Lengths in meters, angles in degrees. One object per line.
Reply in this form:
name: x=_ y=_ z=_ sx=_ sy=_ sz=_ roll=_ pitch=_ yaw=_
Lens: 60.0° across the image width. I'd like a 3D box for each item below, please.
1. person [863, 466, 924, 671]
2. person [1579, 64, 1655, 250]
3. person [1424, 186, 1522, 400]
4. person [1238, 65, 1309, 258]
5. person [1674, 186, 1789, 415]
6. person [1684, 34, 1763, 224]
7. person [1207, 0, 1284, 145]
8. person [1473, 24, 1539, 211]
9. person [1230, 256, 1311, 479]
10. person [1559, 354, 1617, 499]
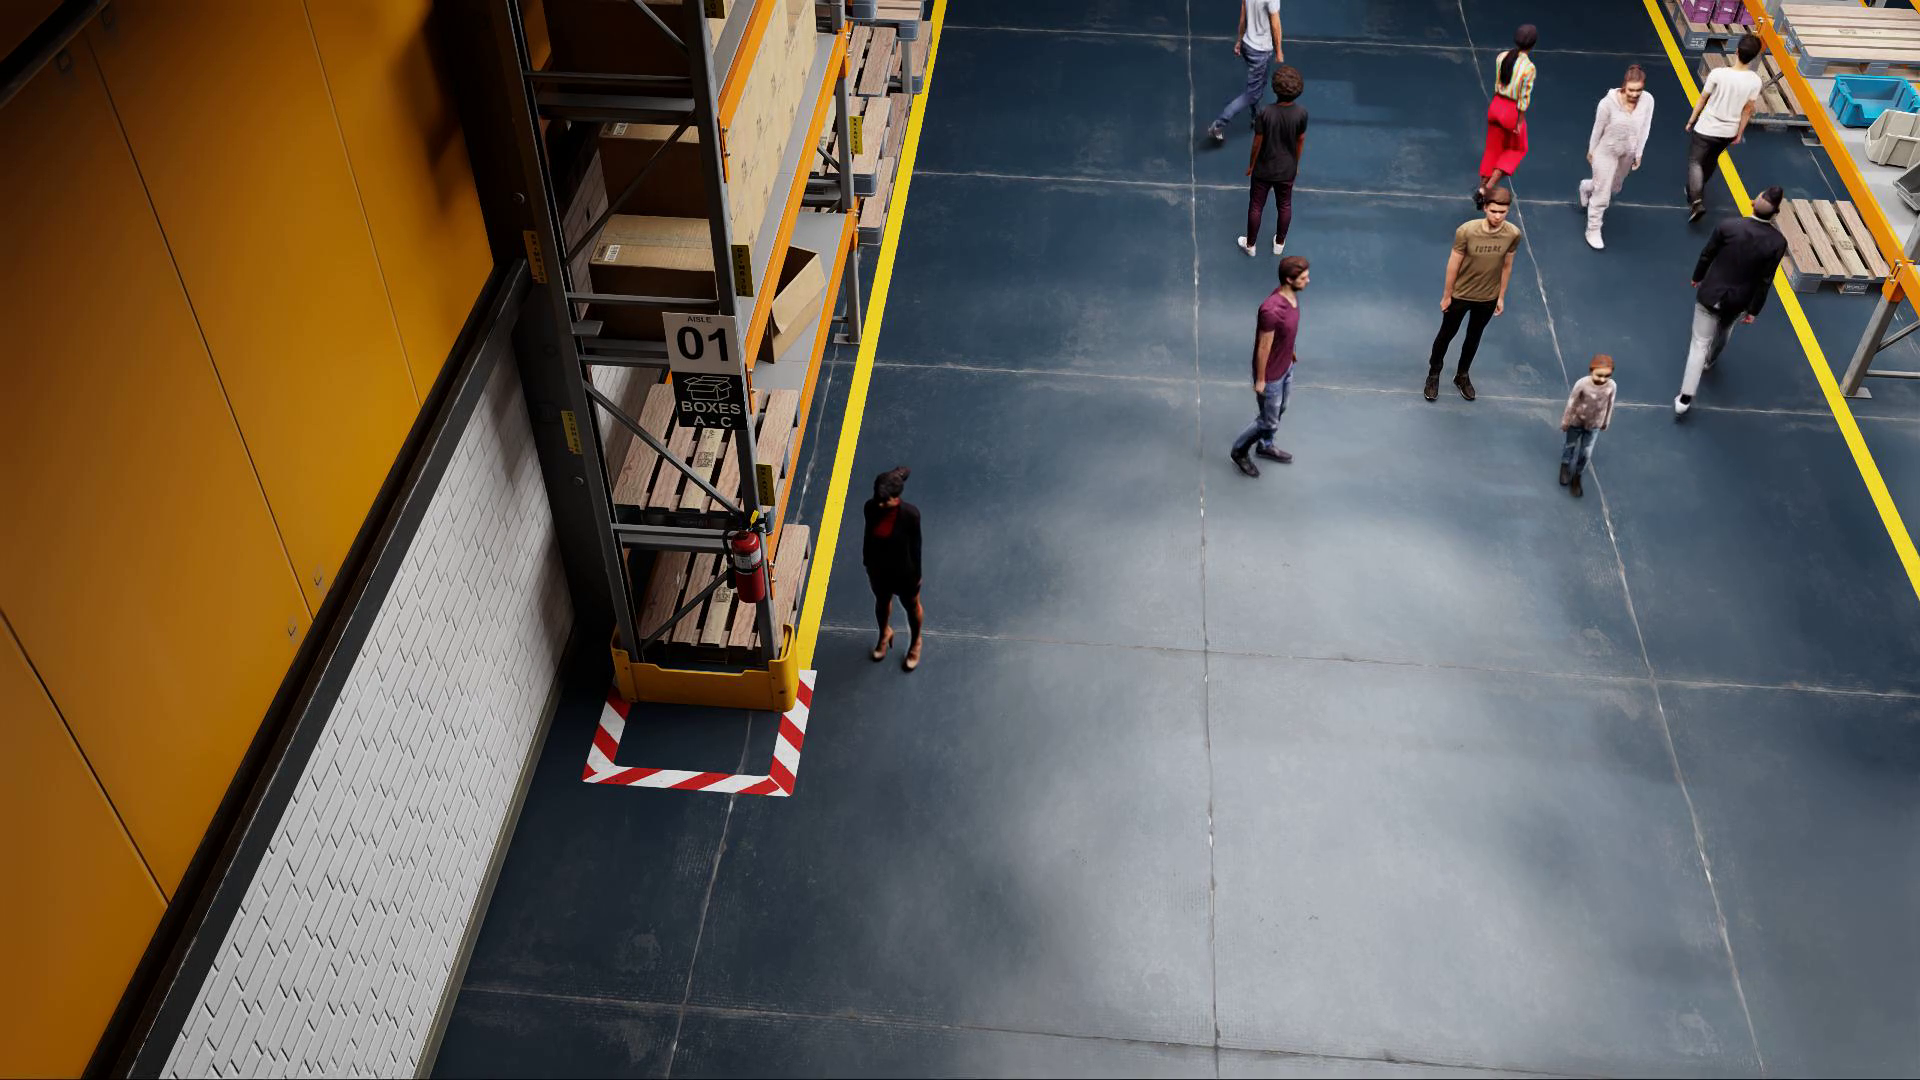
person: x=-0.432 y=0.197 z=10.810 sx=0.650 sy=1.638 sz=0.690 roll=16 pitch=46 yaw=16
person: x=5.716 y=-3.440 z=14.613 sx=0.780 sy=1.660 sz=1.054 roll=-5 pitch=44 yaw=-5
person: x=3.975 y=-1.916 z=12.873 sx=0.672 sy=1.852 sz=0.582 roll=0 pitch=44 yaw=0
person: x=2.715 y=-3.256 z=14.327 sx=0.659 sy=1.787 sz=0.635 roll=-4 pitch=44 yaw=-4
person: x=5.852 y=-1.833 z=12.750 sx=0.962 sy=1.902 sz=1.336 roll=16 pitch=46 yaw=16
person: x=6.731 y=-3.636 z=14.788 sx=0.631 sy=1.700 sz=1.001 roll=5 pitch=44 yaw=5
person: x=2.746 y=-4.595 z=15.695 sx=1.035 sy=1.837 sz=1.139 roll=-18 pitch=47 yaw=-18
person: x=4.788 y=-3.708 z=14.809 sx=0.844 sy=1.776 sz=0.787 roll=-27 pitch=50 yaw=-25
person: x=2.263 y=-1.304 z=12.235 sx=0.871 sy=1.846 sz=0.741 roll=21 pitch=47 yaw=20
person: x=4.627 y=-0.925 z=12.316 sx=0.536 sy=1.186 sz=0.605 roll=8 pitch=44 yaw=8
